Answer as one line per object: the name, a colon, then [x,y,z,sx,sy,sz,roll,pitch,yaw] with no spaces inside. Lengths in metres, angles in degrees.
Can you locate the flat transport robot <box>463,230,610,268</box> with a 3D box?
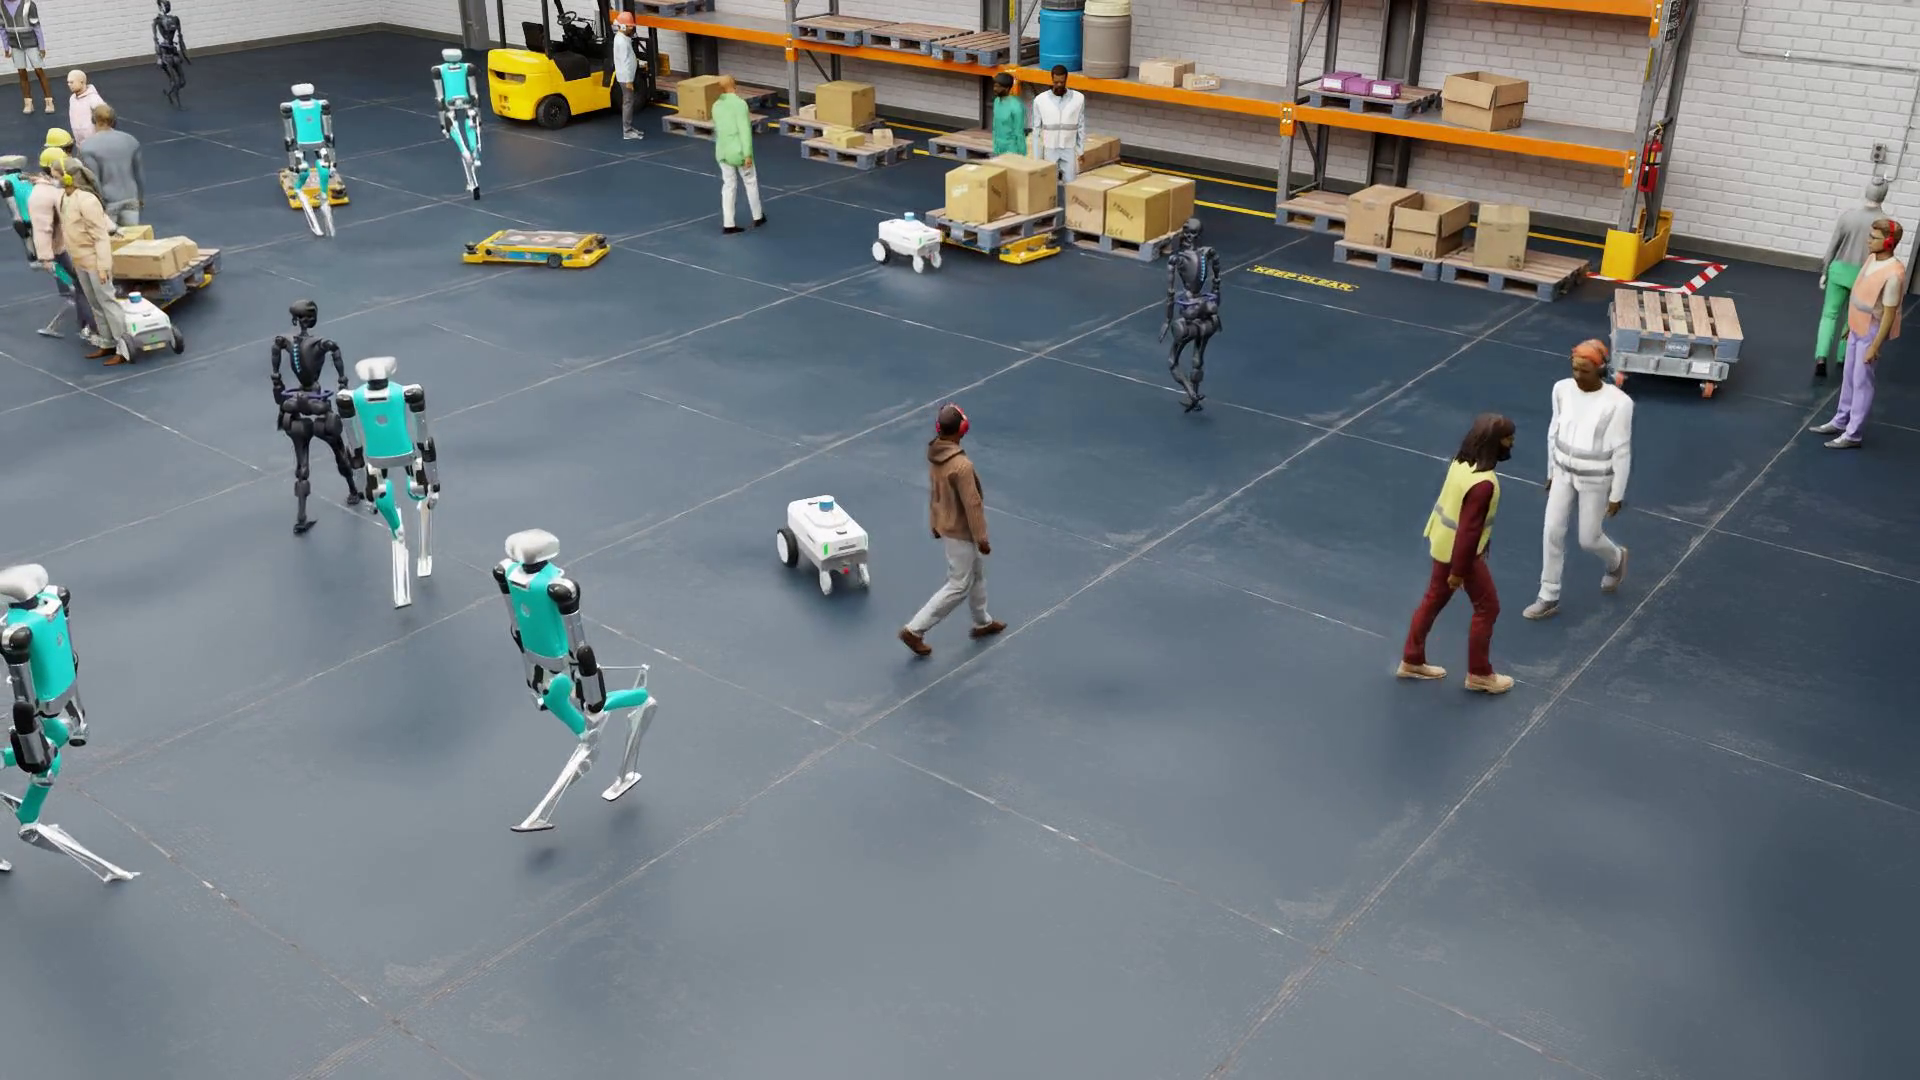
flat transport robot: [-4.617,-3.179,18.155,1.431,0.231,0.659,4,26,8]

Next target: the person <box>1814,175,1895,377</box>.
person: [7.831,-2.315,14.596,0.519,1.812,0.826,15,30,28]

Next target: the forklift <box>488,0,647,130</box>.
forklift: [-5.874,-7.334,24.552,1.214,2.155,2.313,19,32,34]

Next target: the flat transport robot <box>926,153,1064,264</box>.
flat transport robot: [0.374,-3.352,18.512,1.431,0.231,0.659,23,34,39]

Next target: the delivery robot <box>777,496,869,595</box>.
delivery robot: [-0.903,-0.016,11.273,0.499,0.593,0.789,-12,28,-24]

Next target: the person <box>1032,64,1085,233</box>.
person: [1.112,-4.421,18.846,0.598,1.909,0.400,-3,26,-6]

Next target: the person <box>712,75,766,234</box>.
person: [-2.529,-4.424,19.046,0.594,1.729,0.808,12,28,24]

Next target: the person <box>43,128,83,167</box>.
person: [-8.711,-3.175,16.424,0.316,1.767,0.533,-6,26,-13]

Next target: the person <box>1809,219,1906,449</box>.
person: [7.147,-1.611,13.093,0.397,1.847,0.563,4,26,9]

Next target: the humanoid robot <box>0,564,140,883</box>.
humanoid robot: [-4.613,0.953,7.979,1.030,1.782,0.530,-1,26,-3]

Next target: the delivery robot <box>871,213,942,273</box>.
delivery robot: [-0.553,-3.225,17.919,0.499,0.592,0.792,-23,34,-39]

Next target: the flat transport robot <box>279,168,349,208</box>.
flat transport robot: [-8.040,-4.388,20.658,0.659,0.231,1.431,-12,28,-23]

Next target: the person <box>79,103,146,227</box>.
person: [-8.471,-3.426,16.794,0.448,1.899,0.648,17,30,31]

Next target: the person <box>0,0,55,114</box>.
person: [-14.028,-7.410,24.899,0.600,2.034,0.413,-3,26,-7]

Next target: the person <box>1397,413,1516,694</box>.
person: [3.016,0.080,9.712,0.776,1.743,0.483,0,26,1]

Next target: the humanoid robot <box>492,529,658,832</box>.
humanoid robot: [-1.915,0.687,8.445,0.551,1.730,1.011,17,31,32]

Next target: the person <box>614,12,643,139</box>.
person: [-4.671,-6.542,23.425,0.351,1.738,0.575,-5,26,-11]

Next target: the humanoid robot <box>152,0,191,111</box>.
humanoid robot: [-12.048,-7.373,25.220,0.554,1.639,0.589,9,27,19]

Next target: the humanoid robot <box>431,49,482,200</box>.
humanoid robot: [-6.047,-5.063,20.392,0.536,1.764,0.942,-13,29,-26]

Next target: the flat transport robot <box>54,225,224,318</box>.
flat transport robot: [-8.188,-2.486,16.719,0.659,0.231,1.431,2,26,4]

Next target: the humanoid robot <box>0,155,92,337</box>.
humanoid robot: [-8.357,-2.700,15.500,1.006,1.743,0.557,0,26,0]

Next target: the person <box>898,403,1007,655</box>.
person: [-0.037,-0.060,10.140,0.741,1.610,0.473,-9,27,-18]

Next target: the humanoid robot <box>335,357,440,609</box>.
humanoid robot: [-3.620,-0.414,10.743,0.545,1.736,1.032,-5,26,-10]

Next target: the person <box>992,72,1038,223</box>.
person: [0.624,-4.448,19.012,0.813,1.813,0.524,-12,28,-24]

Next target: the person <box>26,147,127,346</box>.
person: [-8.129,-2.690,15.326,0.652,1.840,0.778,1,26,2]

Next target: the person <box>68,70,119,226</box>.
person: [-9.958,-4.516,19.180,0.536,1.781,0.401,11,28,22]

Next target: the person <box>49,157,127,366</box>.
person: [-7.772,-2.501,14.905,0.566,1.874,0.390,19,32,34]

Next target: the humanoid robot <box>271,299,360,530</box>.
humanoid robot: [-4.647,-0.927,11.931,0.609,1.623,0.785,3,26,6]

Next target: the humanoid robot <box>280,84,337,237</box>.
humanoid robot: [-7.306,-4.206,18.682,0.541,1.865,0.745,-16,30,-30]

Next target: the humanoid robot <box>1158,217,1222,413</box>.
humanoid robot: [1.968,-1.833,13.739,0.606,1.644,0.440,-15,29,-28]

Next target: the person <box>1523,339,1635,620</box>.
person: [4.015,-0.406,10.582,0.772,1.861,0.626,-17,31,-31]

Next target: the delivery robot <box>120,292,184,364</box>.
delivery robot: [-7.549,-1.988,15.340,0.499,0.579,0.767,-21,33,-36]
